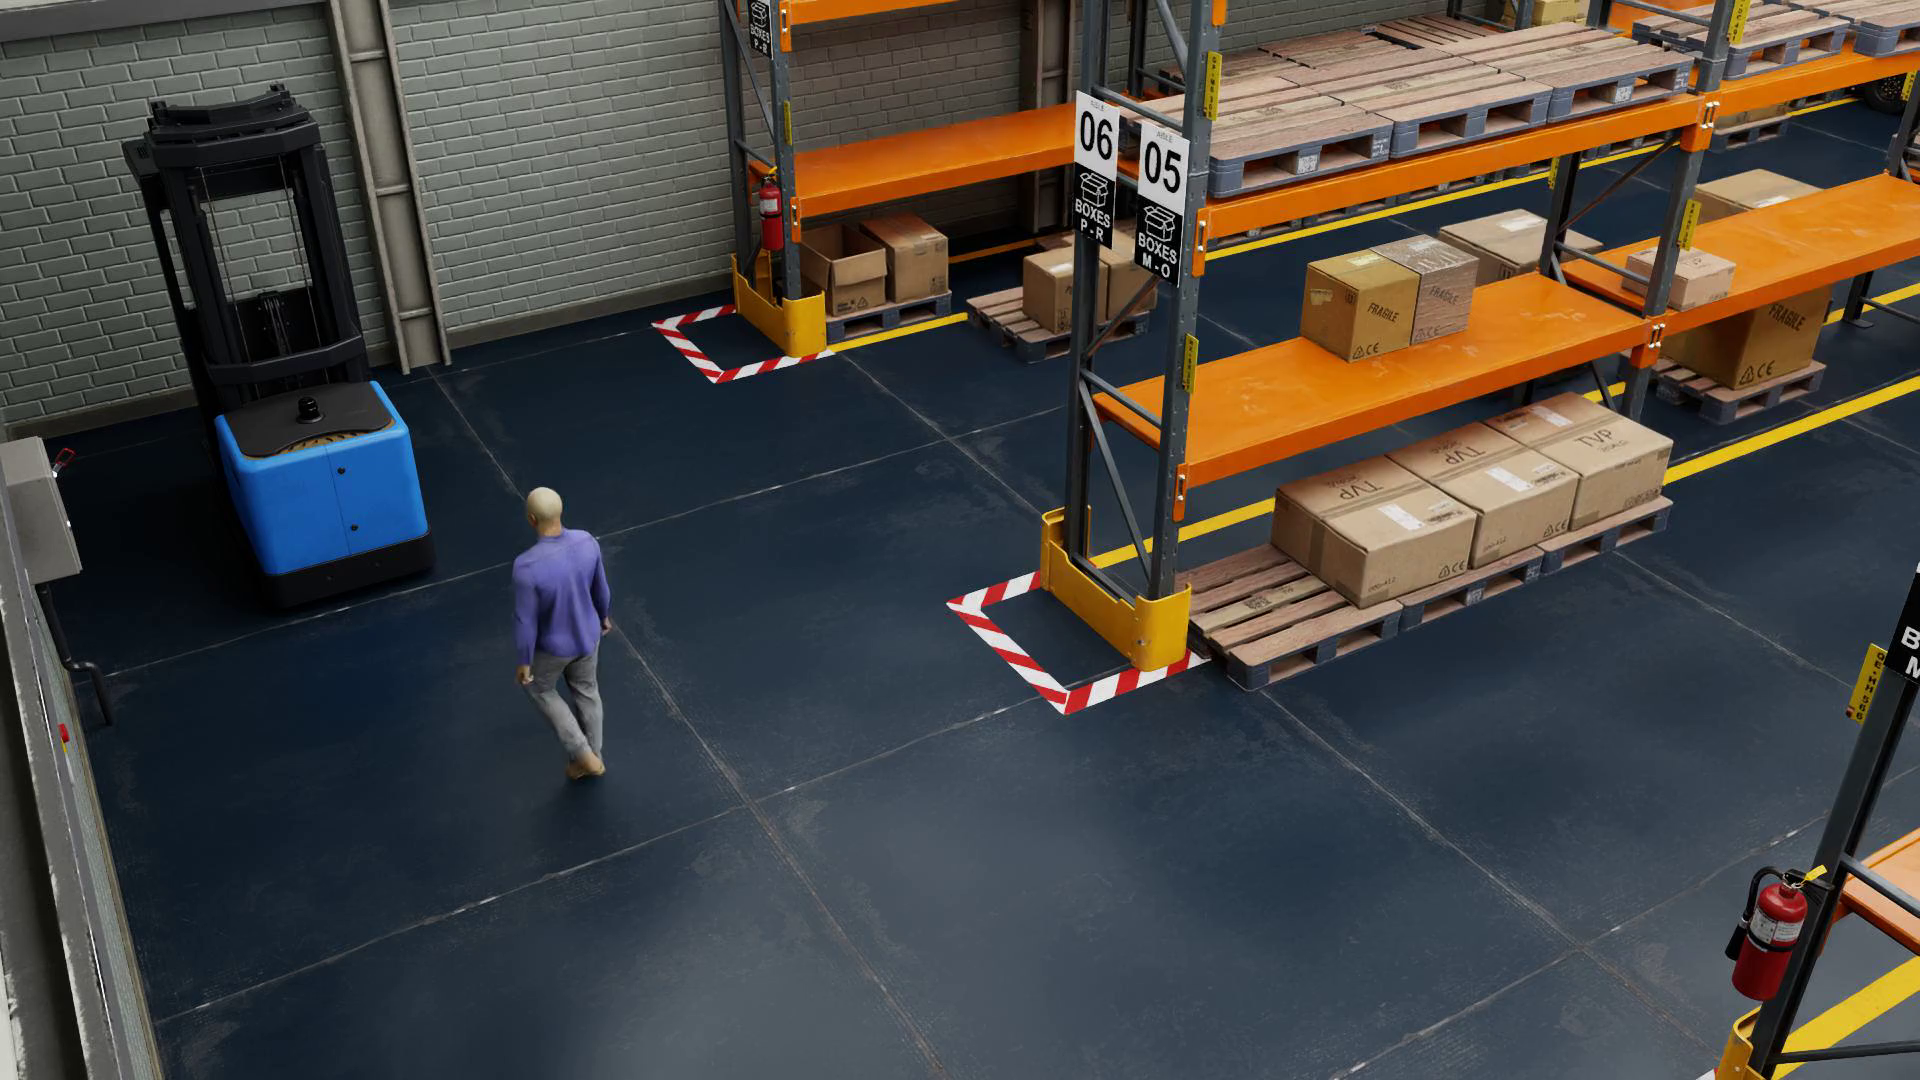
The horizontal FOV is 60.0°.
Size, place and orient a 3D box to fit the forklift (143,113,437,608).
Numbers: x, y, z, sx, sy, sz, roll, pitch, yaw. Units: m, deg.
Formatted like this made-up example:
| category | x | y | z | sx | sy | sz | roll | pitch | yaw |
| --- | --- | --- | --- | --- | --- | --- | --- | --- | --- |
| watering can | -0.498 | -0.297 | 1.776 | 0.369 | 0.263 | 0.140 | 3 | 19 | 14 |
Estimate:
| category | x | y | z | sx | sy | sz | roll | pitch | yaw |
| --- | --- | --- | --- | --- | --- | --- | --- | --- | --- |
| forklift | -4.289 | -1.259 | 10.509 | 1.129 | 2.768 | 1.873 | -17 | 36 | -26 |

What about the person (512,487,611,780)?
| category | x | y | z | sx | sy | sz | roll | pitch | yaw |
| --- | --- | --- | --- | --- | --- | --- | --- | --- | --- |
| person | -2.061 | 0.517 | 8.658 | 0.457 | 1.781 | 0.633 | 26 | 40 | 36 |

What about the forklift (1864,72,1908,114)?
| category | x | y | z | sx | sy | sz | roll | pitch | yaw |
| --- | --- | --- | --- | --- | --- | --- | --- | --- | --- |
| forklift | 11.468 | -5.645 | 18.244 | 1.214 | 2.155 | 2.313 | -17 | 36 | -26 |
